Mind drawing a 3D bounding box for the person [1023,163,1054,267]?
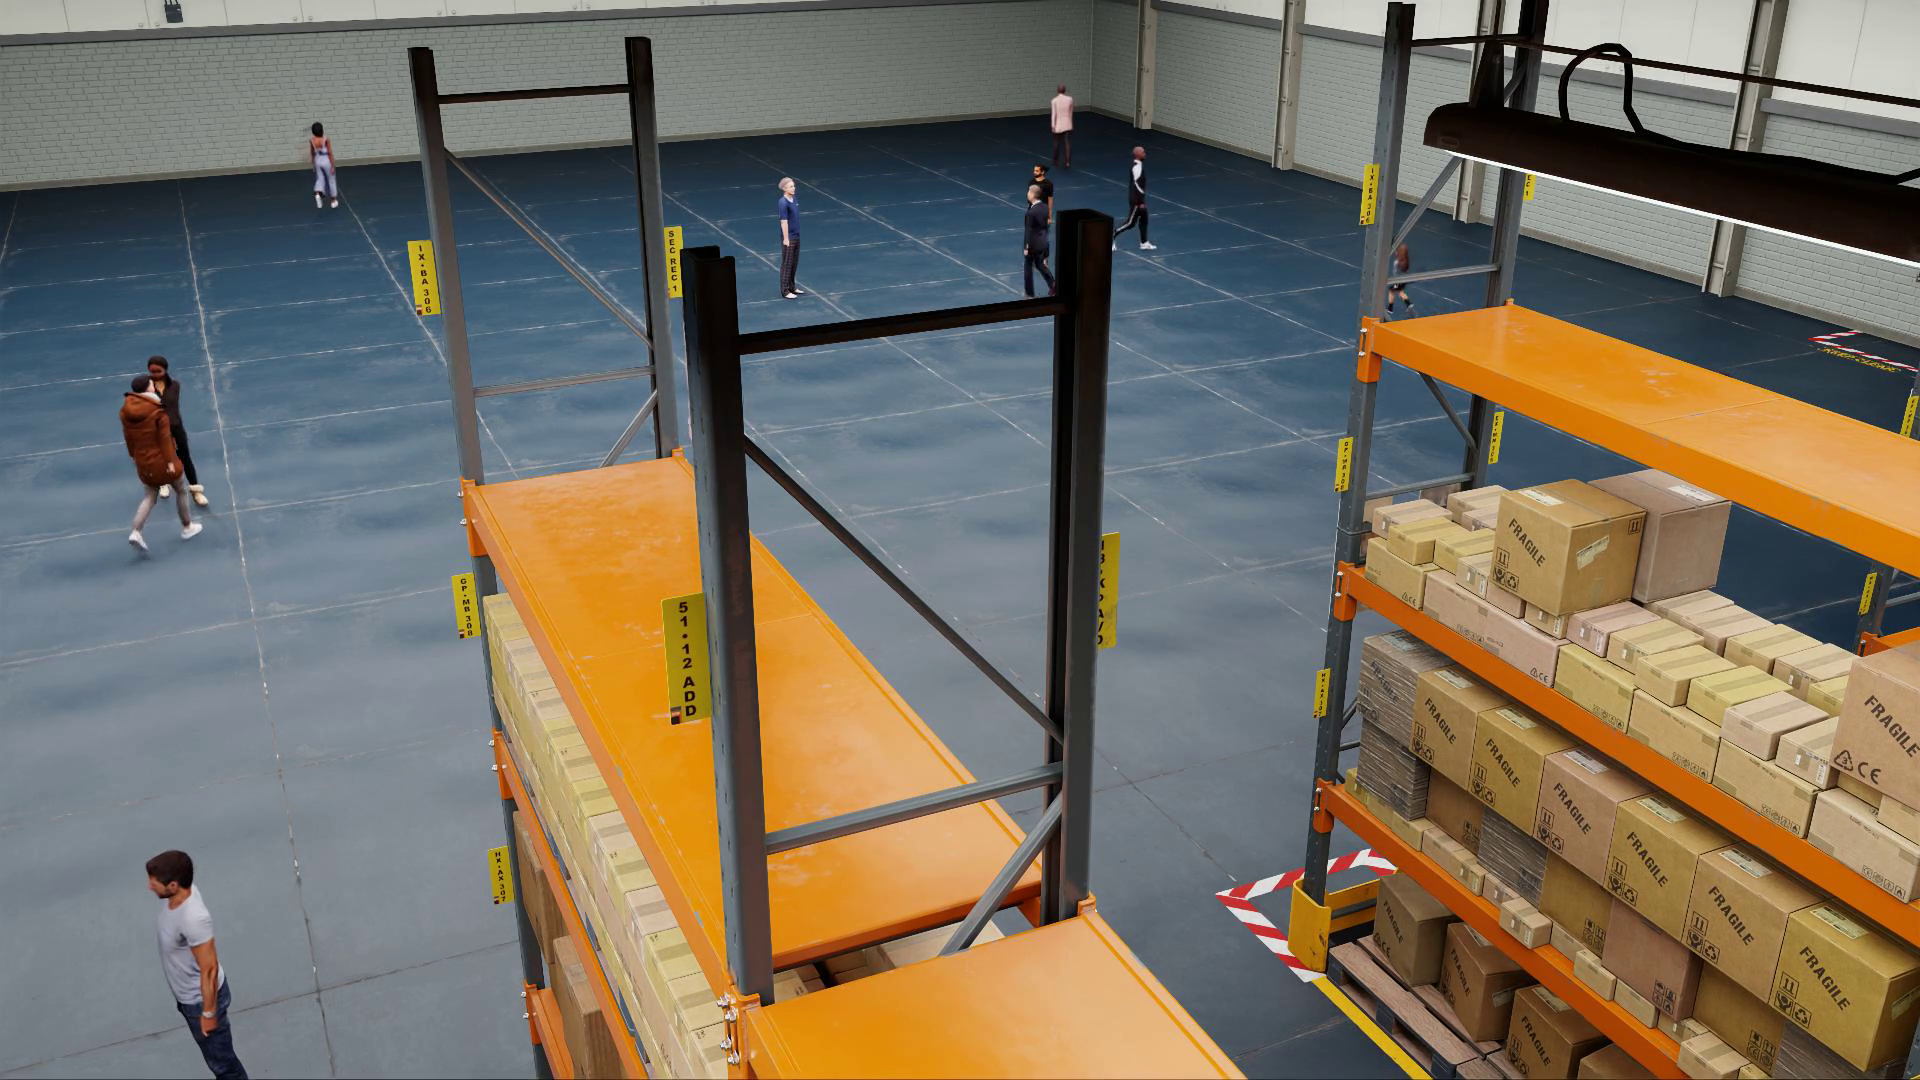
[{"bbox_3d":[1.351,-5.491,28.076,0.648,1.756,0.768,16,28,34],"label":"person"}]

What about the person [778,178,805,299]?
[{"bbox_3d":[-2.688,-4.787,26.274,0.783,1.871,0.711,7,24,16],"label":"person"}]

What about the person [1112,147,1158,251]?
[{"bbox_3d":[3.002,-5.949,29.100,1.116,1.796,1.176,3,23,8],"label":"person"}]

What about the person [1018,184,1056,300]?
[{"bbox_3d":[1.241,-4.646,26.027,1.037,1.804,0.903,19,30,37],"label":"person"}]

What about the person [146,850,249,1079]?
[{"bbox_3d":[-4.170,2.491,9.164,0.742,1.866,0.561,-16,28,-34],"label":"person"}]

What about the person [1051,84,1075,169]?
[{"bbox_3d":[2.270,-8.997,36.306,0.909,1.767,1.259,-3,23,-8],"label":"person"}]

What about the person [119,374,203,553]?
[{"bbox_3d":[-8.204,-0.750,16.860,1.112,1.809,1.240,5,23,11],"label":"person"}]

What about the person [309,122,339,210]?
[{"bbox_3d":[-12.382,-7.241,32.290,0.818,1.678,1.058,-1,23,-1],"label":"person"}]

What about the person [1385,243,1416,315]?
[{"bbox_3d":[6.734,-3.967,25.341,0.592,1.091,0.765,-20,30,-39],"label":"person"}]

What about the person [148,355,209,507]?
[{"bbox_3d":[-8.557,-1.149,17.999,0.683,1.651,1.106,-14,27,-29],"label":"person"}]
